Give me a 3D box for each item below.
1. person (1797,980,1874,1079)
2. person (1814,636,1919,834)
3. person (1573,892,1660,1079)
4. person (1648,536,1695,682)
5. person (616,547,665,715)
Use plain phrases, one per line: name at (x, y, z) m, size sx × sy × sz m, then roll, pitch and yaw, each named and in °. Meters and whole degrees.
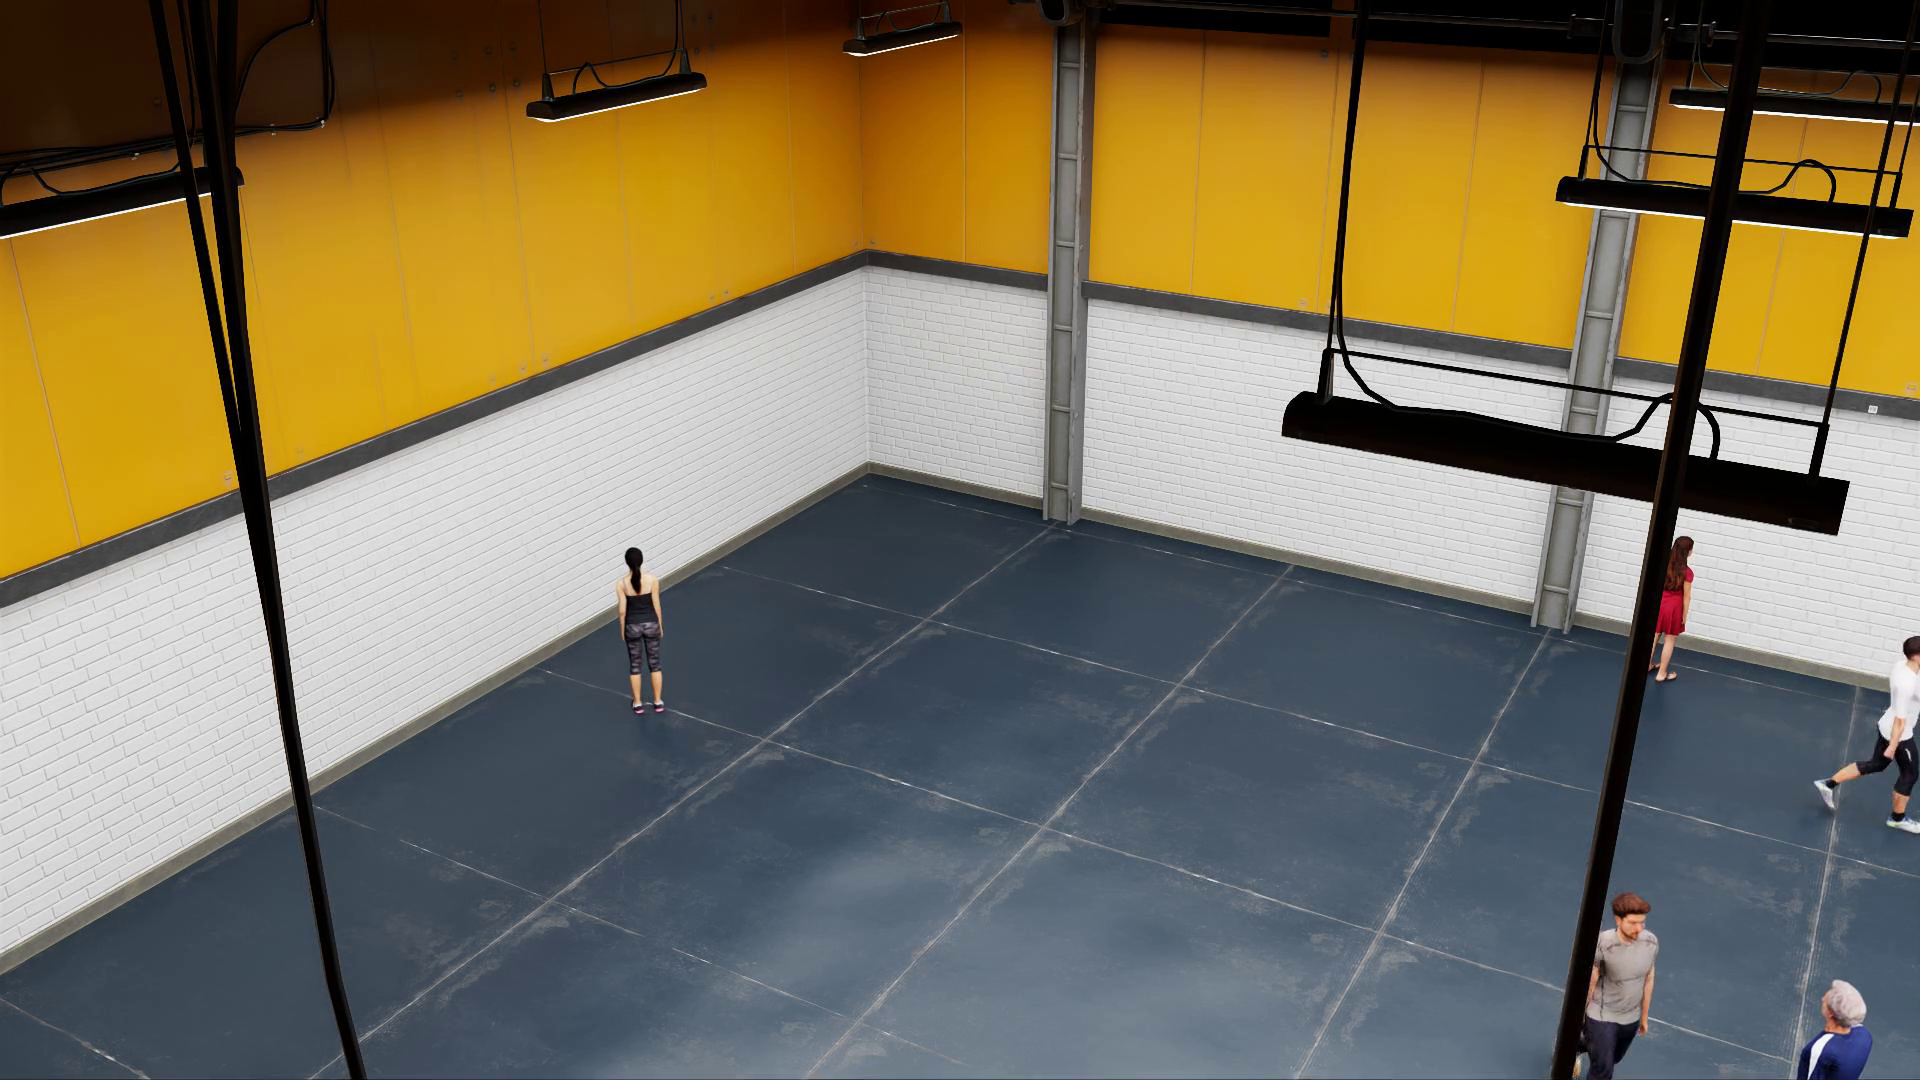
person at (5.227, 3.465, 10.100) m, size 0.714 × 1.838 × 0.715 m, roll -13°, pitch 27°, yaw -28°
person at (7.961, 1.636, 14.307) m, size 1.199 × 1.819 × 0.810 m, roll 8°, pitch 25°, yaw 18°
person at (4.262, 3.064, 10.973) m, size 1.124 × 1.873 × 1.152 m, roll -4°, pitch 24°, yaw -10°
person at (7.181, 0.675, 16.840) m, size 0.713 × 1.551 × 0.654 m, roll -15°, pitch 28°, yaw -31°
person at (-3.087, 0.878, 16.162) m, size 0.644 × 1.722 × 0.712 m, roll -5°, pitch 24°, yaw -12°
